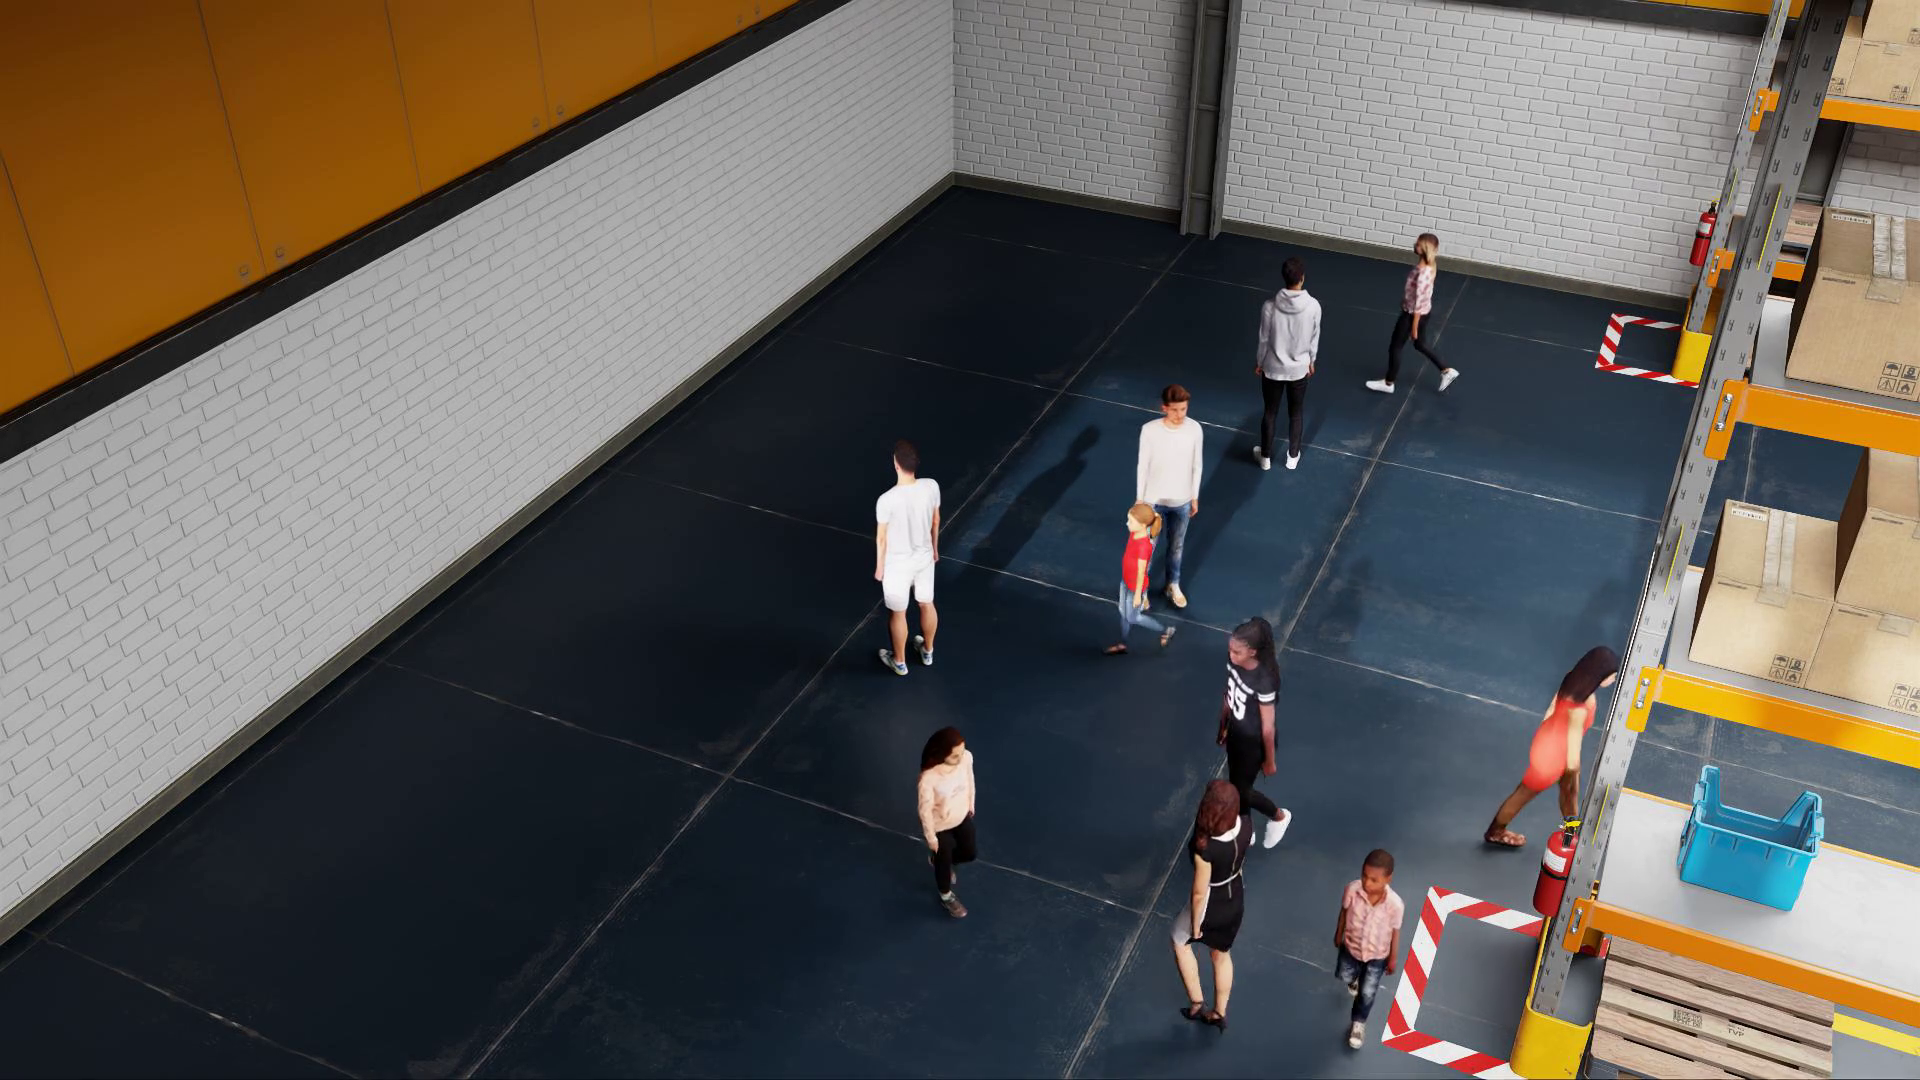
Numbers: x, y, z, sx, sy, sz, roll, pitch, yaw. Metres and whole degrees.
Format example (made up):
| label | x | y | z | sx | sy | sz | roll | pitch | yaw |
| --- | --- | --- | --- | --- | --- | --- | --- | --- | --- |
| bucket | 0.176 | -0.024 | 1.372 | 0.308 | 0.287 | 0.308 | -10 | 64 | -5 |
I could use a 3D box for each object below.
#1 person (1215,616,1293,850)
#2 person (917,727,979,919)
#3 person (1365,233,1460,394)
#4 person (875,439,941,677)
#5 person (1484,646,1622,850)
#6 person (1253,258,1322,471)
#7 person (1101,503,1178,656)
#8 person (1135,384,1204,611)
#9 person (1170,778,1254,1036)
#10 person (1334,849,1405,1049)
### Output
| label | x | y | z | sx | sy | sz | roll | pitch | yaw |
| --- | --- | --- | --- | --- | --- | --- | --- | --- | --- |
| person | 1.858 | 1.208 | 10.285 | 0.917 | 1.726 | 0.857 | -14 | 36 | -20 |
| person | -0.113 | 1.624 | 9.891 | 0.754 | 1.470 | 0.711 | 29 | 43 | 36 |
| person | 4.269 | -2.046 | 15.288 | 1.018 | 1.608 | 0.568 | 14 | 36 | 21 |
| person | -0.364 | 0.125 | 11.801 | 0.753 | 1.851 | 0.746 | -21 | 39 | -28 |
| person | 3.544 | 1.307 | 10.184 | 1.037 | 1.674 | 0.739 | 7 | 34 | 10 |
| person | 2.779 | -1.482 | 14.151 | 0.673 | 1.927 | 0.817 | 1 | 34 | 2 |
| person | 1.329 | 0.307 | 12.029 | 0.832 | 1.296 | 0.706 | -4 | 34 | -5 |
| person | 1.543 | -0.334 | 12.448 | 0.695 | 1.900 | 0.803 | -3 | 34 | -5 |
| person | 1.433 | 2.050 | 8.967 | 0.727 | 1.783 | 0.772 | -19 | 38 | -26 |
| person | 2.270 | 2.187 | 9.200 | 0.657 | 1.296 | 0.580 | 15 | 36 | 21 |
